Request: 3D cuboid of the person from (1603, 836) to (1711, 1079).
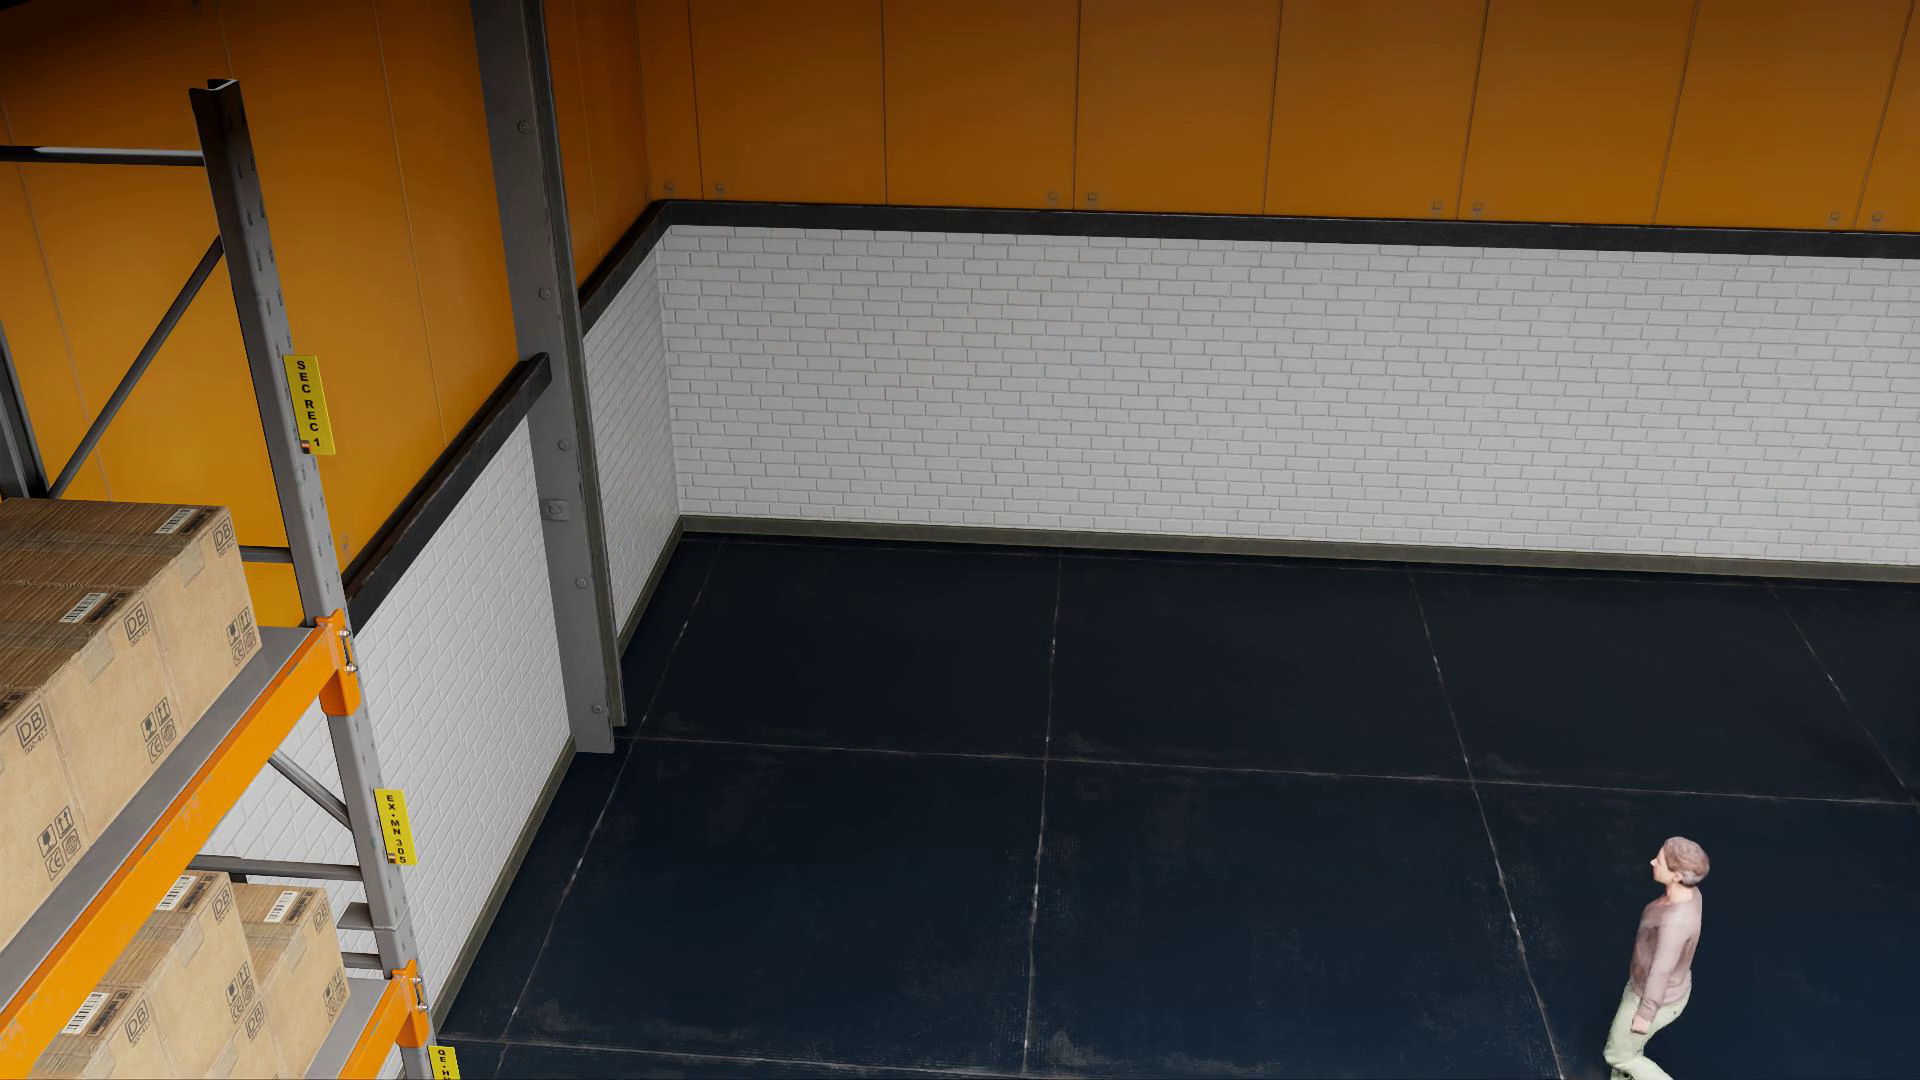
[{"bbox_3d":[3.648,2.355,8.545,0.928,1.856,0.948,13,31,22],"label":"person"}]
